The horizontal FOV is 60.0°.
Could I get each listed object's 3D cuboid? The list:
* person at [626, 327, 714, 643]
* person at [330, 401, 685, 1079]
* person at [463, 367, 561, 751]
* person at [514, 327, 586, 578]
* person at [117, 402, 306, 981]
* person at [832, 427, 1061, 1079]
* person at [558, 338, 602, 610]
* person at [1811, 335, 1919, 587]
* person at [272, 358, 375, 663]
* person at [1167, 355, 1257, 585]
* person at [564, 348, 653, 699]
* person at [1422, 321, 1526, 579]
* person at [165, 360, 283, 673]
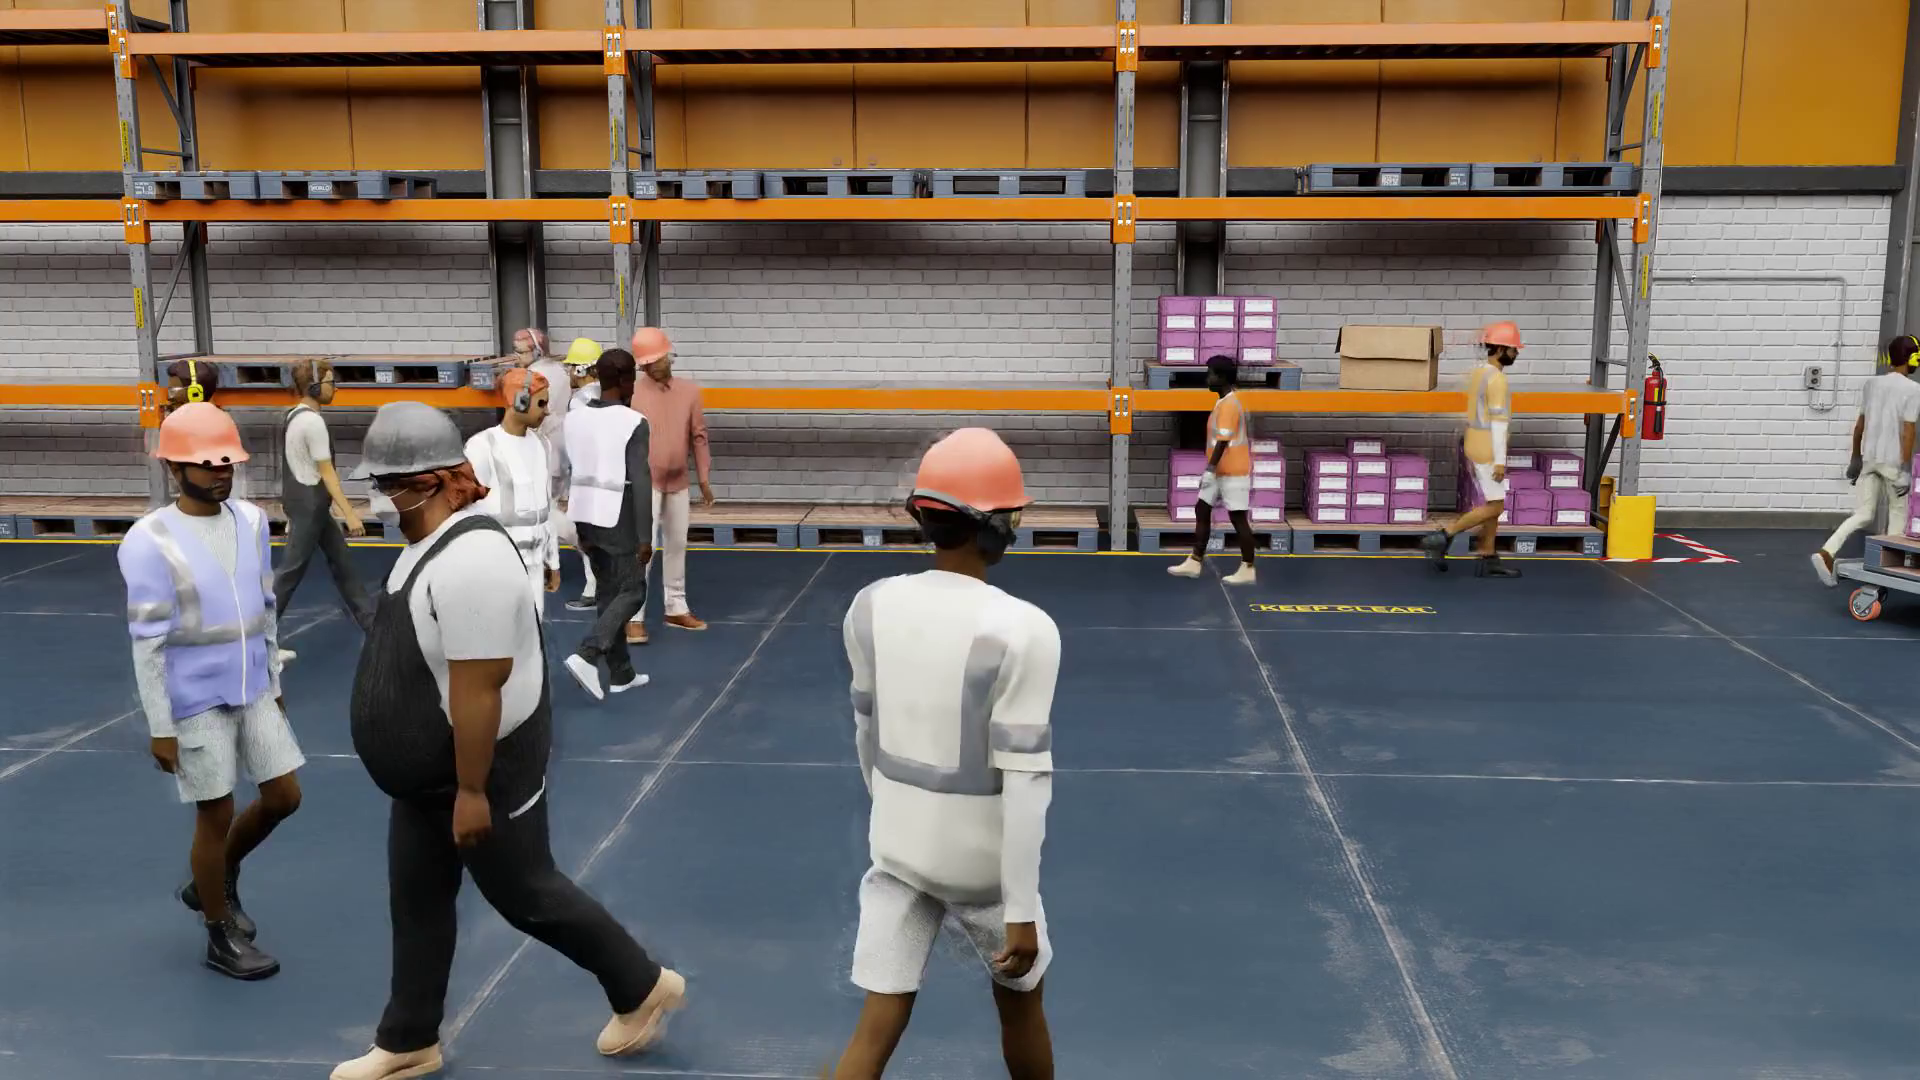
[{"bbox_3d":[-1.861,-0.345,10.348,0.645,1.959,0.526,-9,13,-41],"label":"person"},{"bbox_3d":[-1.313,0.559,4.765,0.945,2.000,0.685,-6,11,-30],"label":"person"},{"bbox_3d":[-2.098,0.115,7.901,0.419,1.857,0.615,4,11,24],"label":"person"},{"bbox_3d":[-2.962,-0.611,12.108,0.726,1.876,0.670,2,10,11],"label":"person"},{"bbox_3d":[-2.436,0.502,5.451,0.423,1.918,0.563,5,11,26],"label":"person"},{"bbox_3d":[-0.013,0.723,3.991,0.625,1.984,1.091,7,12,36],"label":"person"},{"bbox_3d":[-2.501,-0.441,11.234,0.403,1.833,0.586,2,10,9],"label":"person"},{"bbox_3d":[6.518,-0.544,11.854,0.803,1.836,0.536,-3,10,-20],"label":"person"},{"bbox_3d":[-3.794,-0.170,9.800,0.995,1.794,0.517,-5,11,-26],"label":"person"},{"bbox_3d":[1.819,-0.495,12.029,0.762,1.663,0.557,0,10,1],"label":"person"},{"bbox_3d":[-1.915,-0.073,8.918,0.600,1.897,0.604,6,11,31],"label":"person"},{"bbox_3d":[3.806,-0.646,12.186,0.654,1.917,0.546,1,10,5],"label":"person"},{"bbox_3d":[-3.911,-0.014,8.684,0.423,1.856,0.521,-4,11,-24],"label":"person"}]
